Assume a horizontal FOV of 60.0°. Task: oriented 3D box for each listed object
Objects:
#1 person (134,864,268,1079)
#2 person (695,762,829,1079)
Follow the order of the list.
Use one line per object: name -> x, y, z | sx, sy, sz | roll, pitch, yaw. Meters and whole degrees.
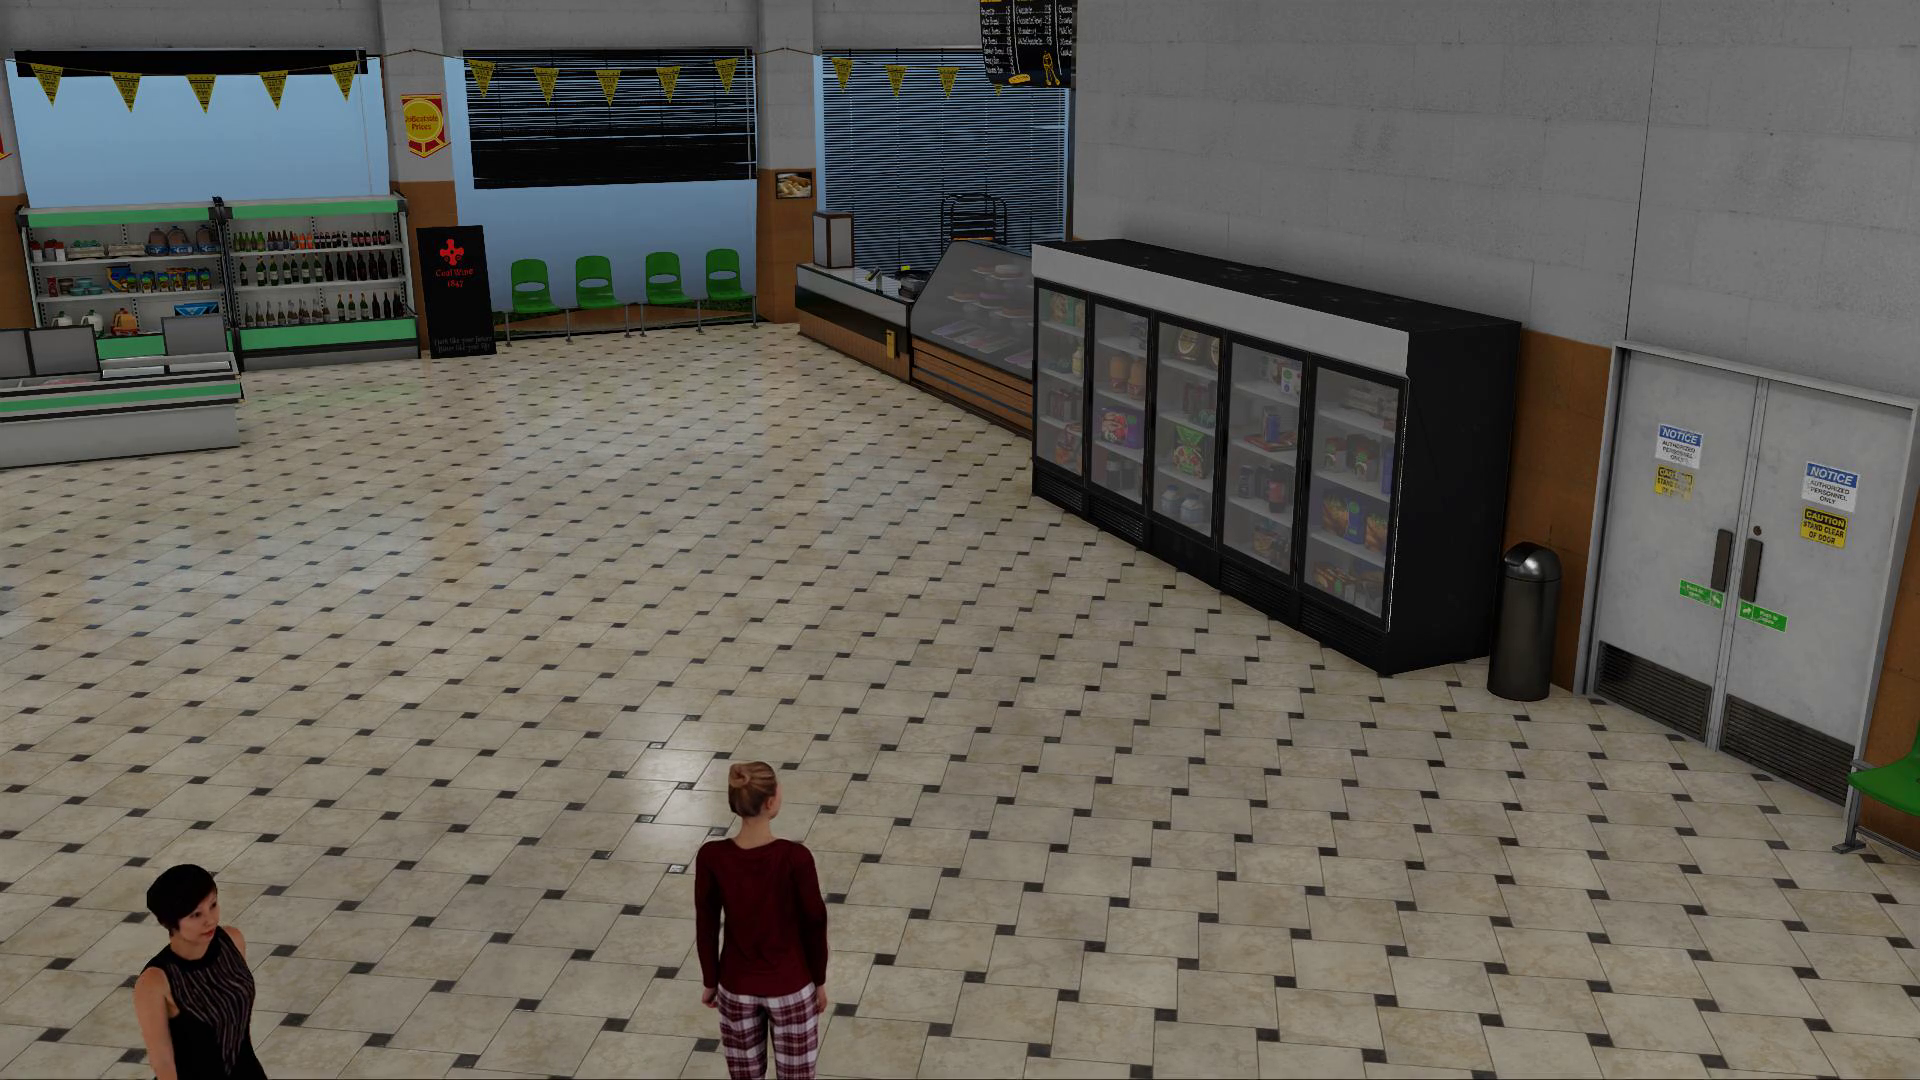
person -> -2.518, 1.790, 5.447 | 1.036, 1.556, 1.035 | 8, 19, 25
person -> -0.694, 1.567, 5.930 | 0.606, 1.702, 0.738 | 1, 17, 4
